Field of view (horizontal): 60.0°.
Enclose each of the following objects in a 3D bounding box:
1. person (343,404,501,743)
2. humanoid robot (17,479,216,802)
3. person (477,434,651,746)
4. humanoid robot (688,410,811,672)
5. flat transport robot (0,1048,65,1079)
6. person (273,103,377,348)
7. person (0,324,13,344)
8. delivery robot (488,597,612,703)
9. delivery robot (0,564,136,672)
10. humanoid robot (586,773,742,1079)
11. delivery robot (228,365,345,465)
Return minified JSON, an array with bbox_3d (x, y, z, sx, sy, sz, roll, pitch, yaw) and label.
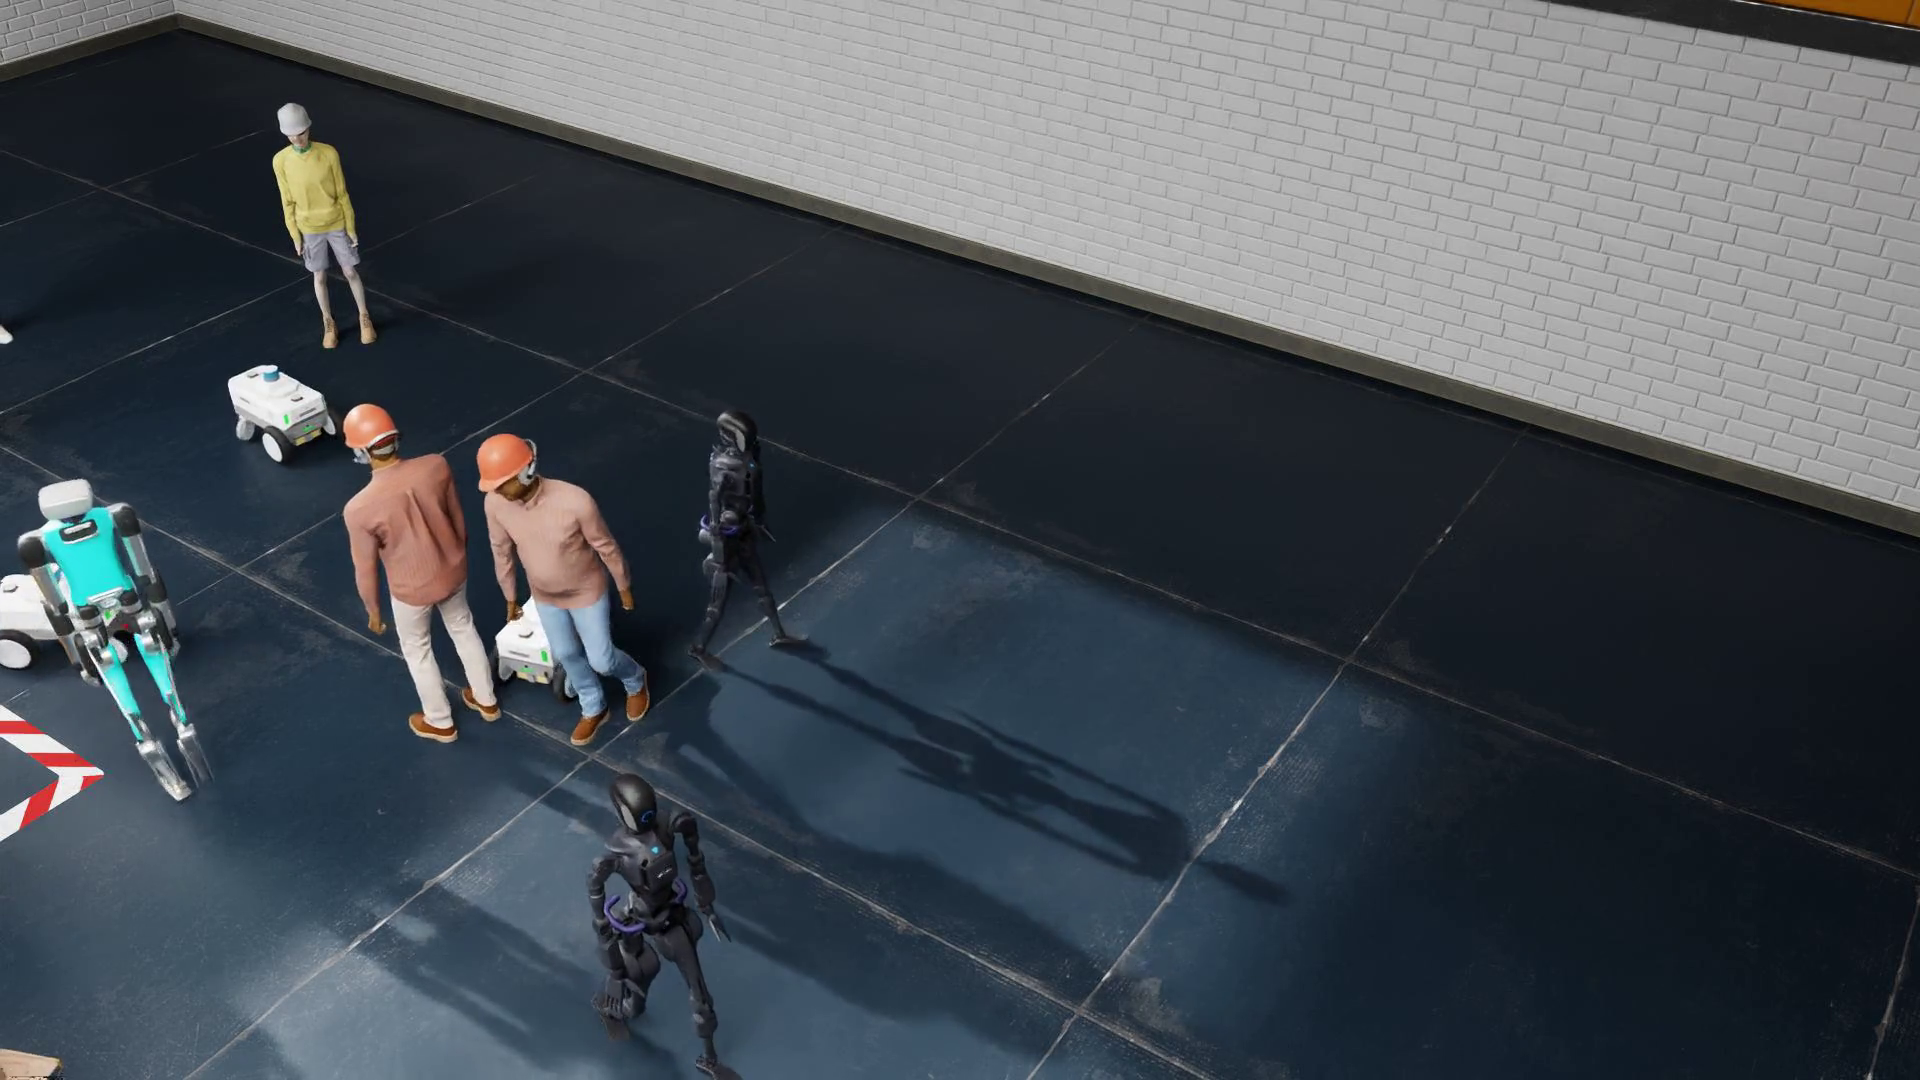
[{"bbox_3d":[-2.782,0.197,8.499,0.477,1.964,0.640,26,43,32],"label":"person"},{"bbox_3d":[-4.055,0.627,8.148,0.553,1.833,0.747,-21,40,-27],"label":"humanoid robot"},{"bbox_3d":[-2.008,0.247,8.452,0.659,1.944,0.655,9,36,12],"label":"person"},{"bbox_3d":[-1.224,-0.002,9.066,0.637,1.631,0.590,10,36,14],"label":"humanoid robot"},{"bbox_3d":[-4.316,2.573,6.587,0.659,0.231,1.431,7,36,10],"label":"flat transport robot"},{"bbox_3d":[-4.653,-2.285,12.130,0.480,1.881,0.401,-12,37,-16],"label":"person"},{"bbox_3d":[-7.390,-2.250,12.090,0.527,1.864,0.318,-22,40,-28],"label":"person"},{"bbox_3d":[-2.278,0.511,9.287,0.499,0.599,0.787,11,36,15],"label":"delivery robot"},{"bbox_3d":[-5.109,0.411,9.442,0.796,0.613,0.499,0,35,0],"label":"delivery robot"},{"bbox_3d":[-1.273,1.583,6.811,0.752,1.641,0.585,28,44,34],"label":"humanoid robot"},{"bbox_3d":[-4.612,-0.907,11.289,0.742,0.570,0.504,24,42,30],"label":"delivery robot"}]
